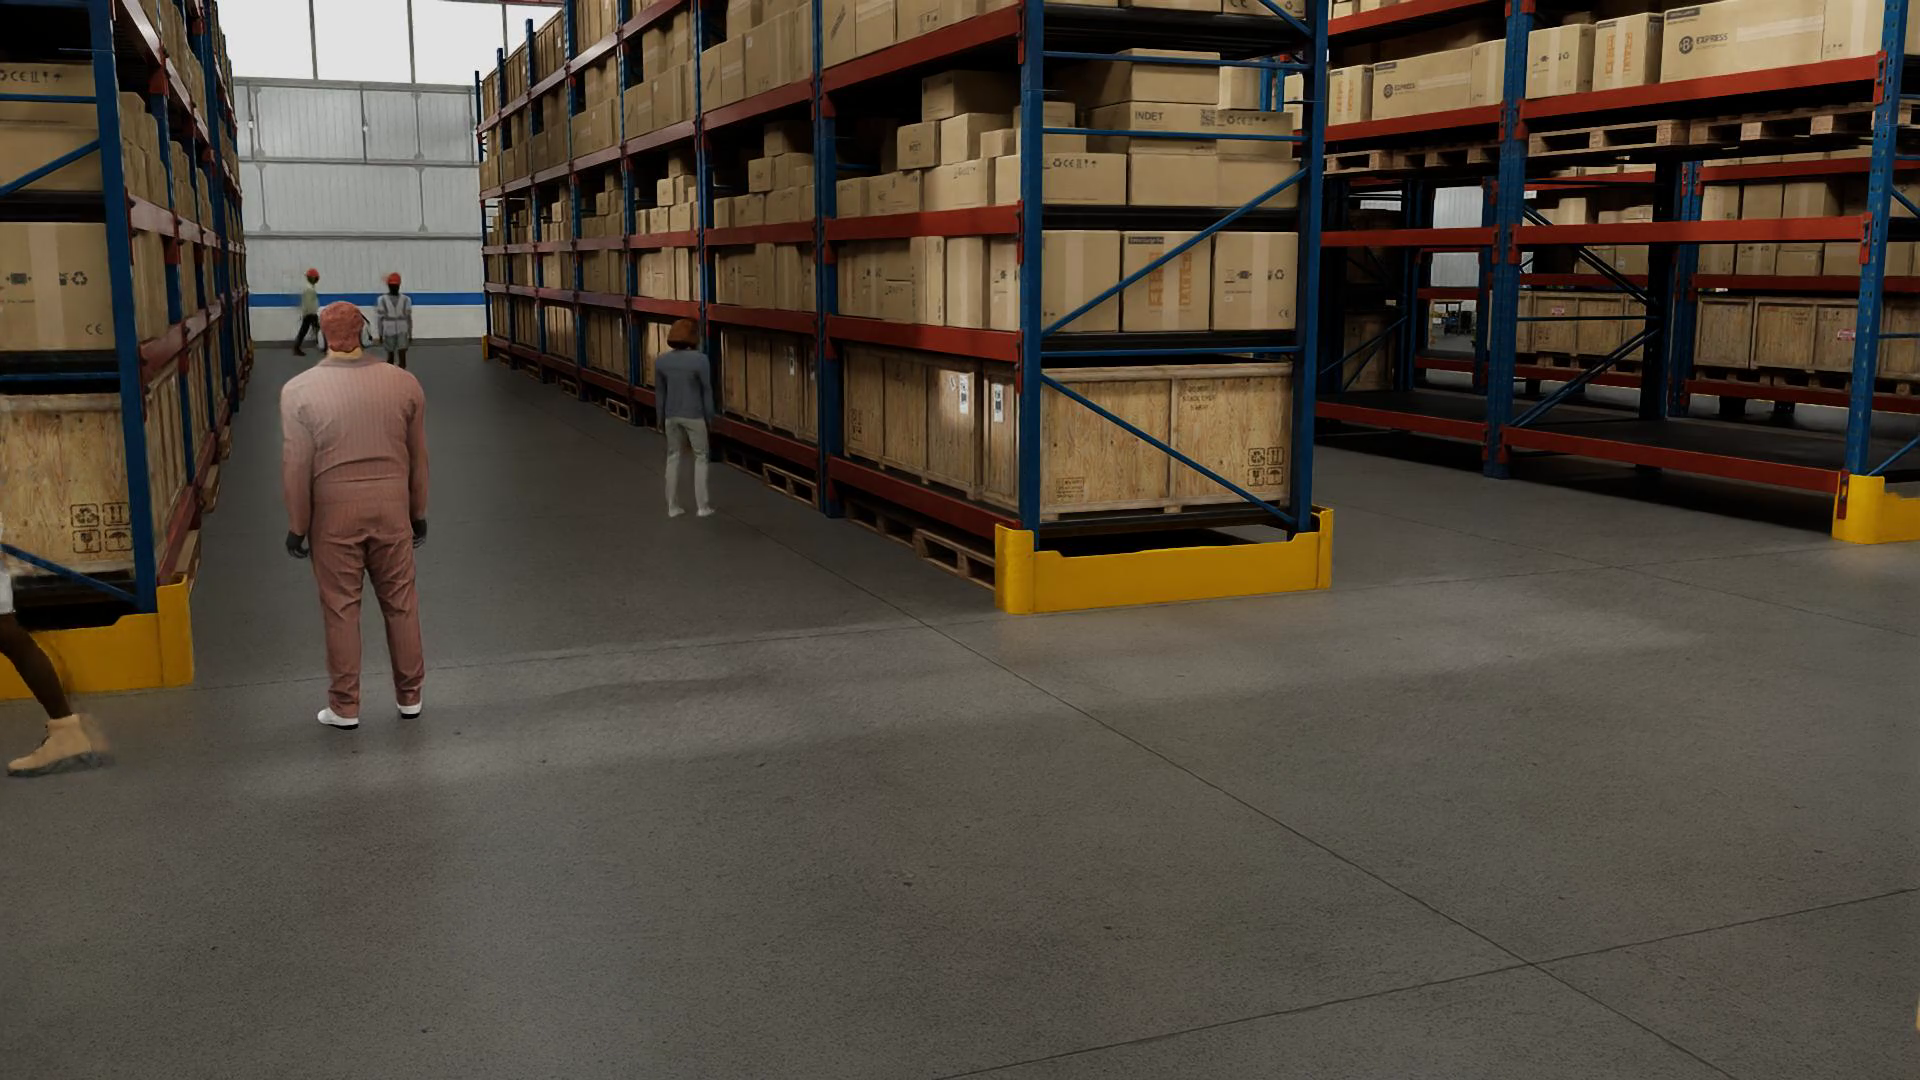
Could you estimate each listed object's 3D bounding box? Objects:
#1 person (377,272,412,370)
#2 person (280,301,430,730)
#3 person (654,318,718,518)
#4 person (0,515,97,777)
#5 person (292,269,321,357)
[{"bbox_3d":[-9.308,-3.454,27.435,0.554,1.917,0.814,-4,10,-20],"label":"person"},{"bbox_3d":[-2.698,-0.108,7.443,0.636,1.902,0.406,-7,12,-35],"label":"person"},{"bbox_3d":[-2.224,-0.977,13.466,0.525,1.625,0.329,4,10,22],"label":"person"},{"bbox_3d":[-4.034,0.000,6.580,1.083,1.970,0.619,-3,10,-15],"label":"person"},{"bbox_3d":[-14.299,-5.006,36.706,1.047,1.930,0.620,-6,11,-31],"label":"person"}]
